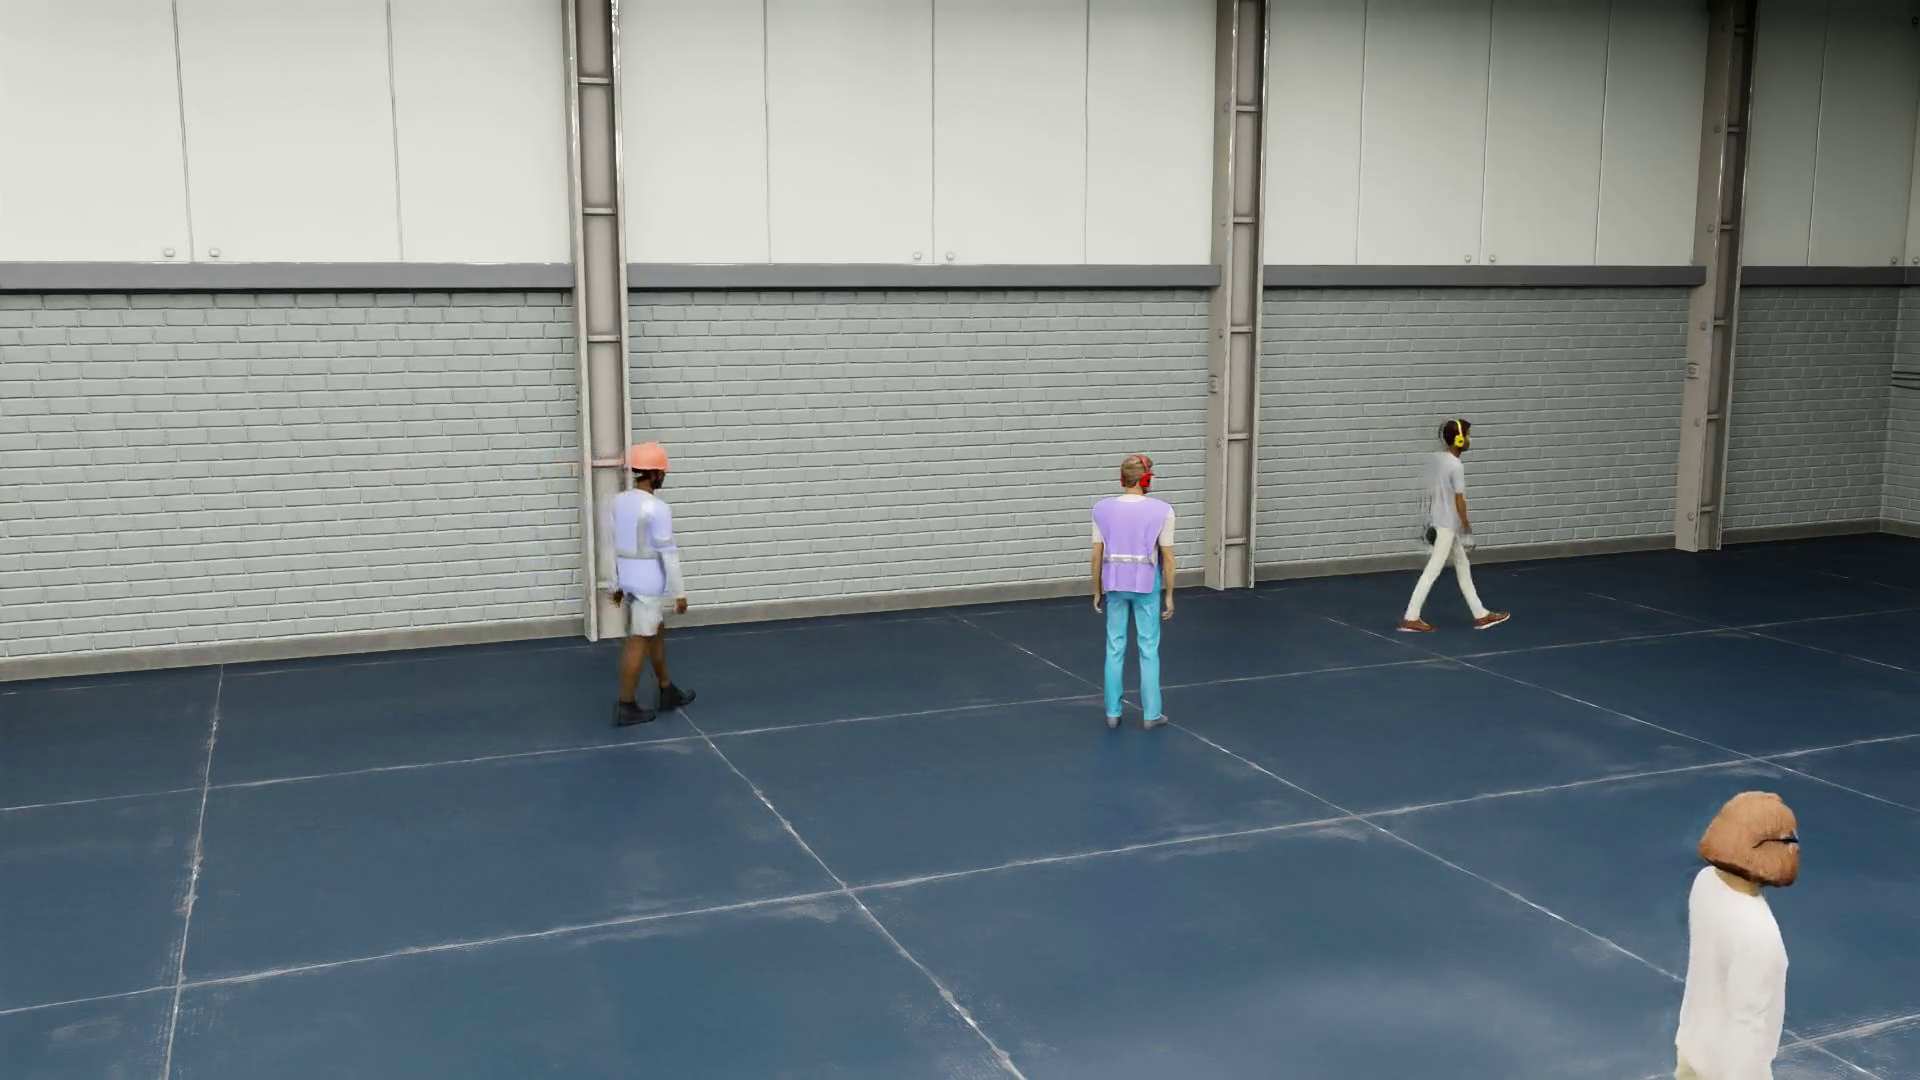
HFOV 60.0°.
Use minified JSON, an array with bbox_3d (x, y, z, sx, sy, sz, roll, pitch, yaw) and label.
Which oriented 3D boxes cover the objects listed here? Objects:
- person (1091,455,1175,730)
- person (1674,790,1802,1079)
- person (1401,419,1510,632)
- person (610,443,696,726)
[{"bbox_3d":[1.148,0.354,11.113,0.564,1.841,0.389,3,10,19],"label":"person"},{"bbox_3d":[2.127,1.487,4.771,0.770,1.604,0.503,0,9,3],"label":"person"},{"bbox_3d":[4.217,-0.111,14.101,0.963,1.816,0.551,0,9,0],"label":"person"},{"bbox_3d":[-2.038,0.287,11.329,0.564,1.902,0.858,8,12,43],"label":"person"}]
